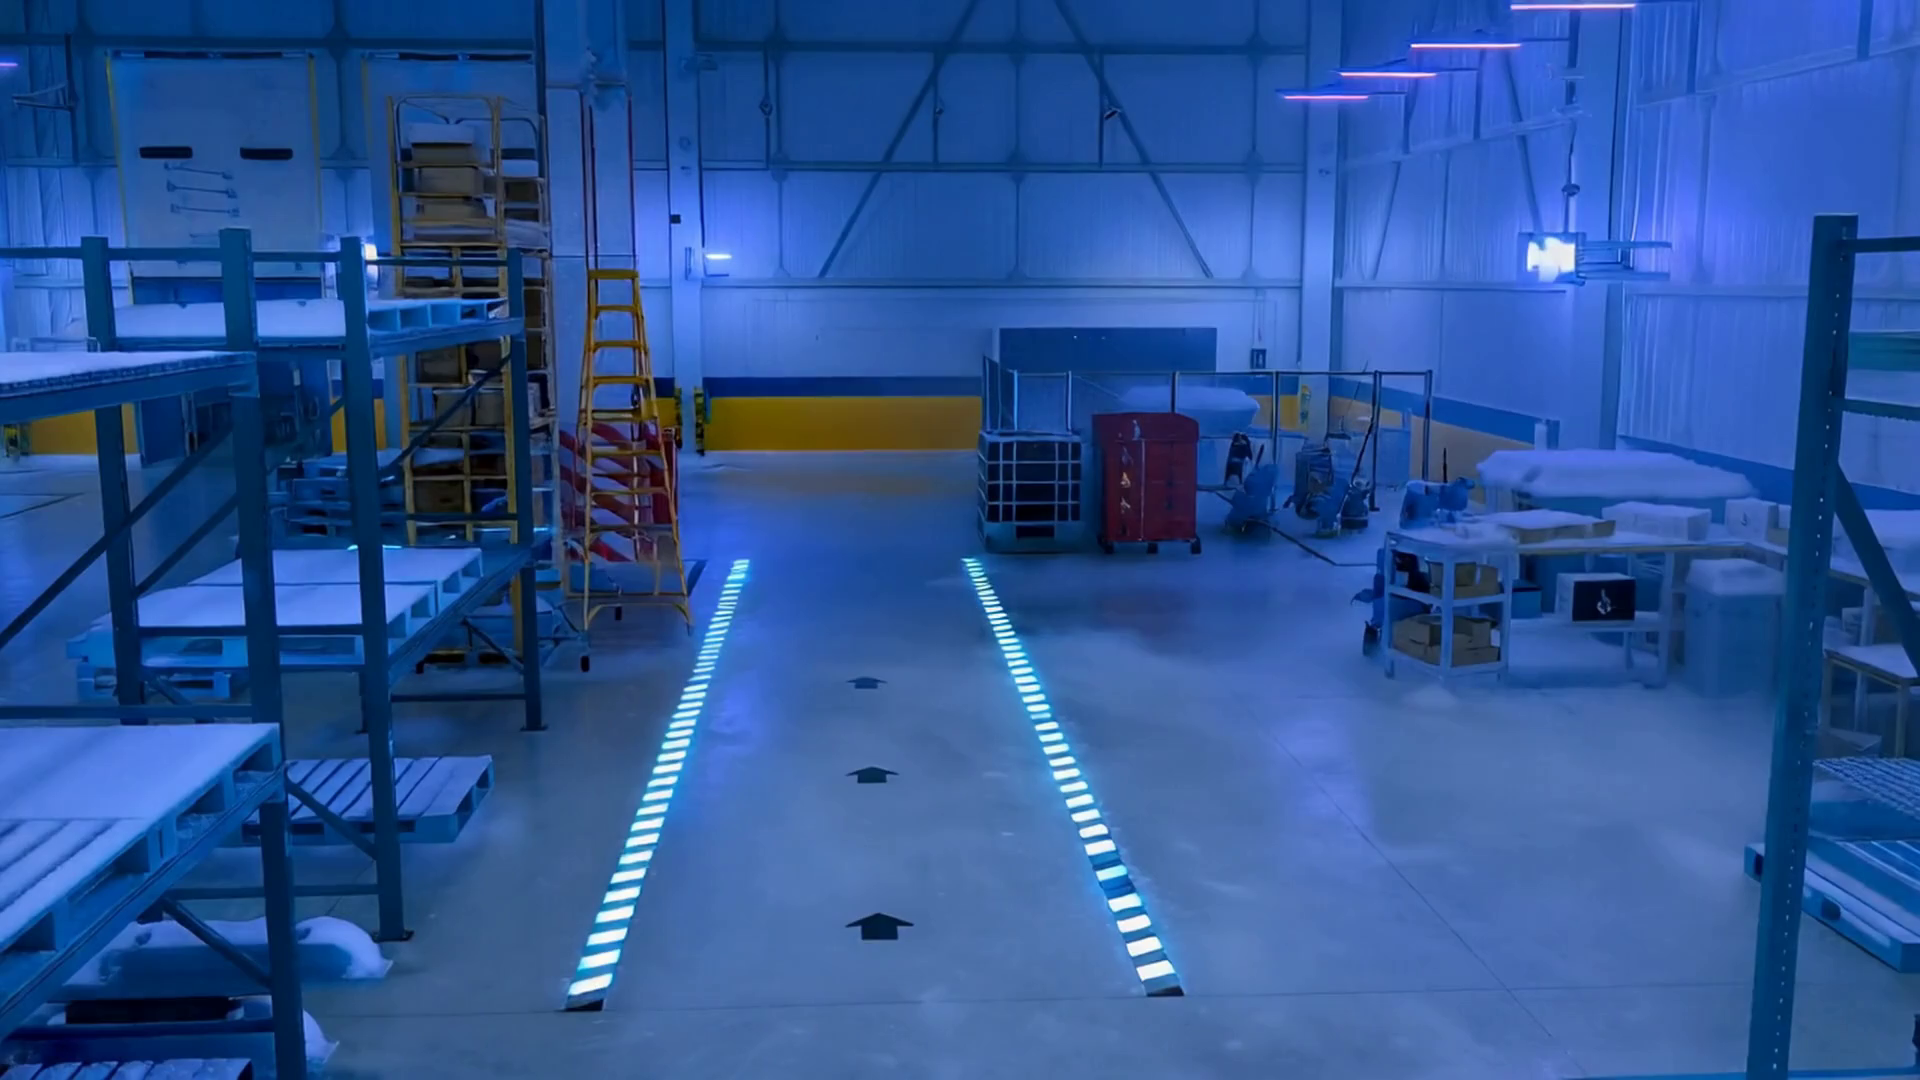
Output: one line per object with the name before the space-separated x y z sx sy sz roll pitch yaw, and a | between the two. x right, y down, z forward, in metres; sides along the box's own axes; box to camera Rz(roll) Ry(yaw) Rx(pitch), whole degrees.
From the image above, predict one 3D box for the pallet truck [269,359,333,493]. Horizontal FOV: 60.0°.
pallet truck | -7.062 -1.131 18.996 1.885 1.965 0.823 2 9 13
